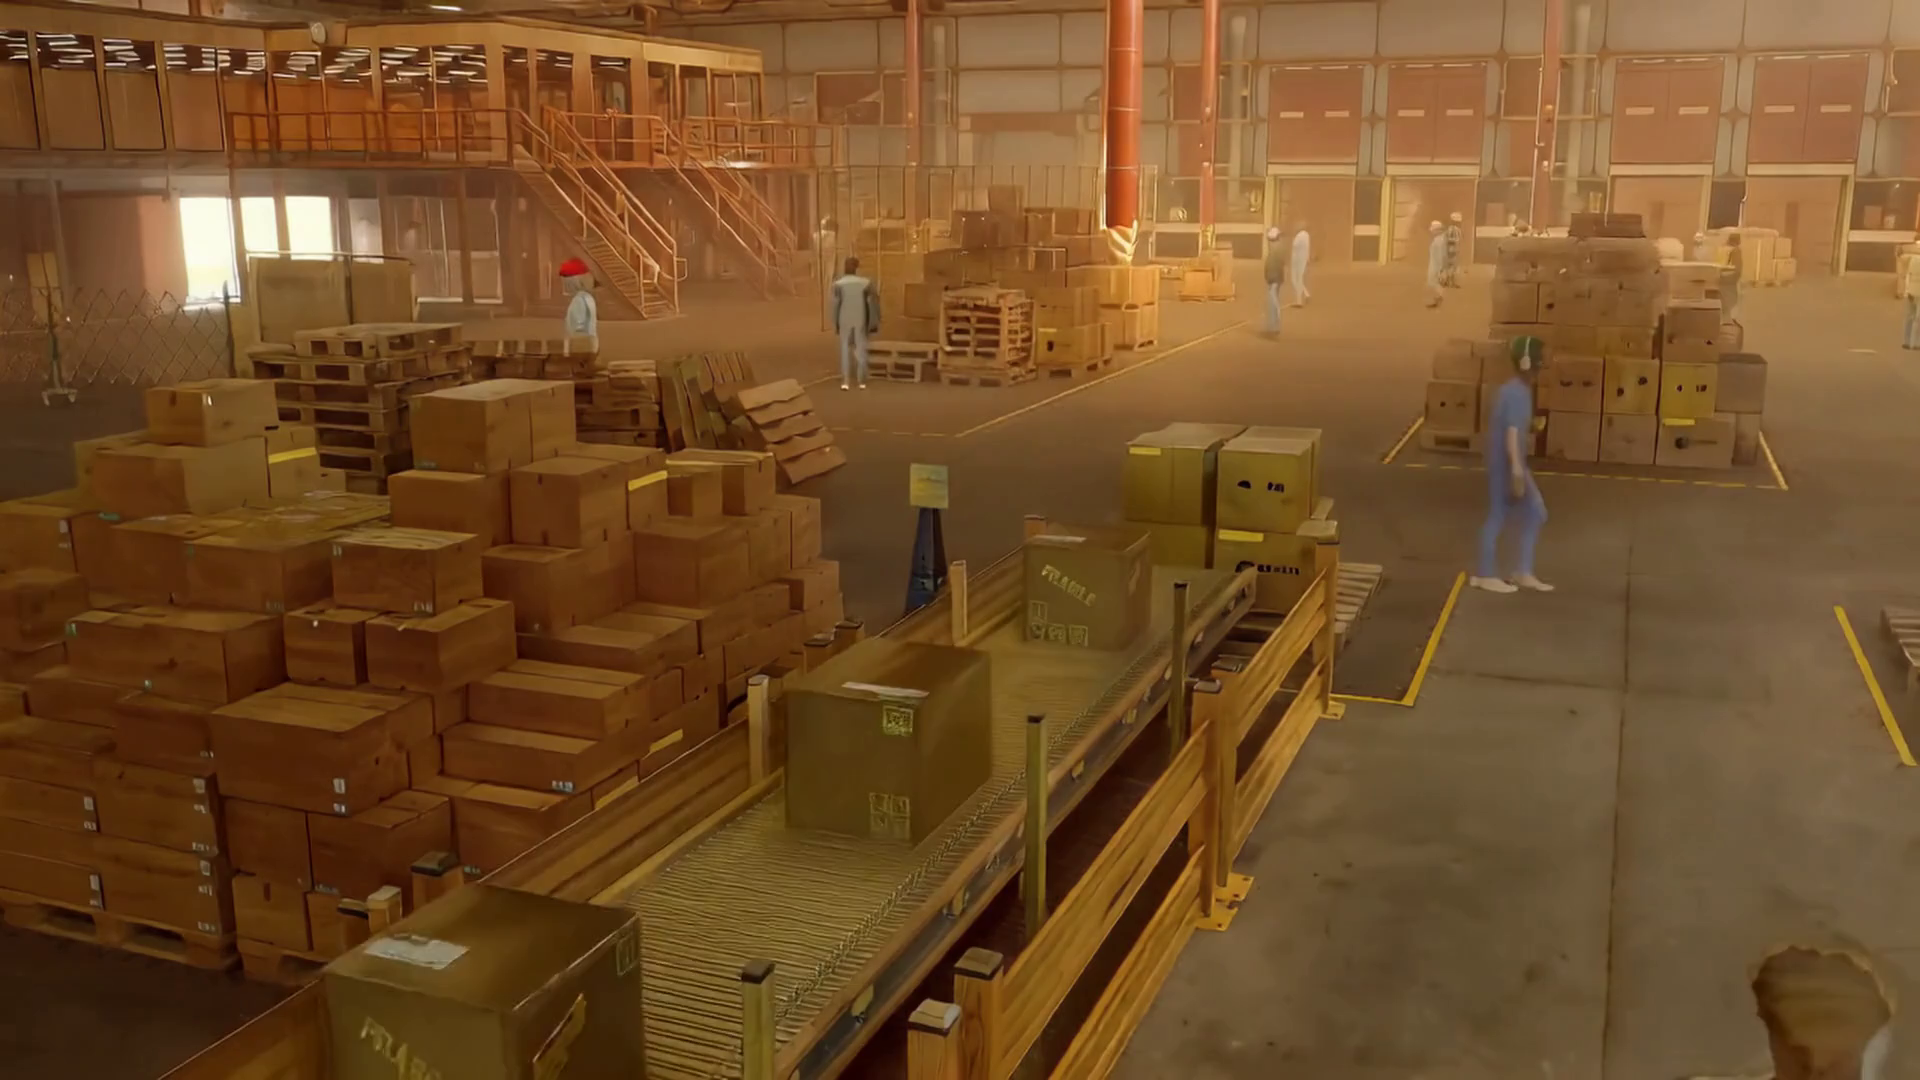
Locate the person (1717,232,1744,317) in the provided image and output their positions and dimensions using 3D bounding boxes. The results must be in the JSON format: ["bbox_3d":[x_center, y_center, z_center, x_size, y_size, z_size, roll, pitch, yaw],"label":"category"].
[{"bbox_3d":[14.790,-4.986,31.927,0.482,1.826,0.659,-3,13,-14],"label":"person"}]

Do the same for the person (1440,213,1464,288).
[{"bbox_3d":[12.606,-7.392,42.512,0.502,1.927,0.550,5,14,22],"label":"person"}]

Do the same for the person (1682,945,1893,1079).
[{"bbox_3d":[1.504,1.521,3.064,0.540,1.686,0.416,5,14,22],"label":"person"}]

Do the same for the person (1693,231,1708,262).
[{"bbox_3d":[15.915,-5.747,35.598,0.643,1.723,0.490,4,13,17],"label":"person"}]

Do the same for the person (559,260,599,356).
[{"bbox_3d":[-4.164,-2.042,18.238,0.397,2.043,0.610,0,13,0],"label":"person"}]

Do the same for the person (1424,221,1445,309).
[{"bbox_3d":[10.324,-5.982,36.209,0.426,1.907,0.607,2,13,11],"label":"person"}]

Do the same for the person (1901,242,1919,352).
[{"bbox_3d":[16.031,-4.106,27.755,0.371,1.929,0.584,-2,13,-9],"label":"person"}]

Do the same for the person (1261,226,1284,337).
[{"bbox_3d":[5.669,-4.680,30.184,0.393,1.990,0.617,2,13,8],"label":"person"}]

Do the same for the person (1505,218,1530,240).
[{"bbox_3d":[12.550,-6.287,37.516,0.602,1.939,0.401,0,13,1],"label":"person"}]

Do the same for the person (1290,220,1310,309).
[{"bbox_3d":[7.380,-5.998,36.238,0.446,1.926,0.648,8,15,31],"label":"person"}]

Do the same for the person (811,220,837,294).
[{"bbox_3d":[-3.295,-6.854,40.367,0.635,1.807,0.917,0,13,-1],"label":"person"}]

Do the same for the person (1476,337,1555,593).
[{"bbox_3d":[4.030,-0.511,11.809,0.676,1.844,0.566,7,14,27],"label":"person"}]

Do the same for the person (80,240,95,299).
[{"bbox_3d":[-19.224,-6.031,36.488,0.396,1.897,0.680,0,13,-2],"label":"person"}]

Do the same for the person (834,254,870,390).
[{"bbox_3d":[-1.487,-2.994,22.939,0.500,1.861,0.328,-2,13,-11],"label":"person"}]

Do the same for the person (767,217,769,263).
[{"bbox_3d":[-5.776,-8.816,48.752,0.401,1.986,0.612,4,13,18],"label":"person"}]
